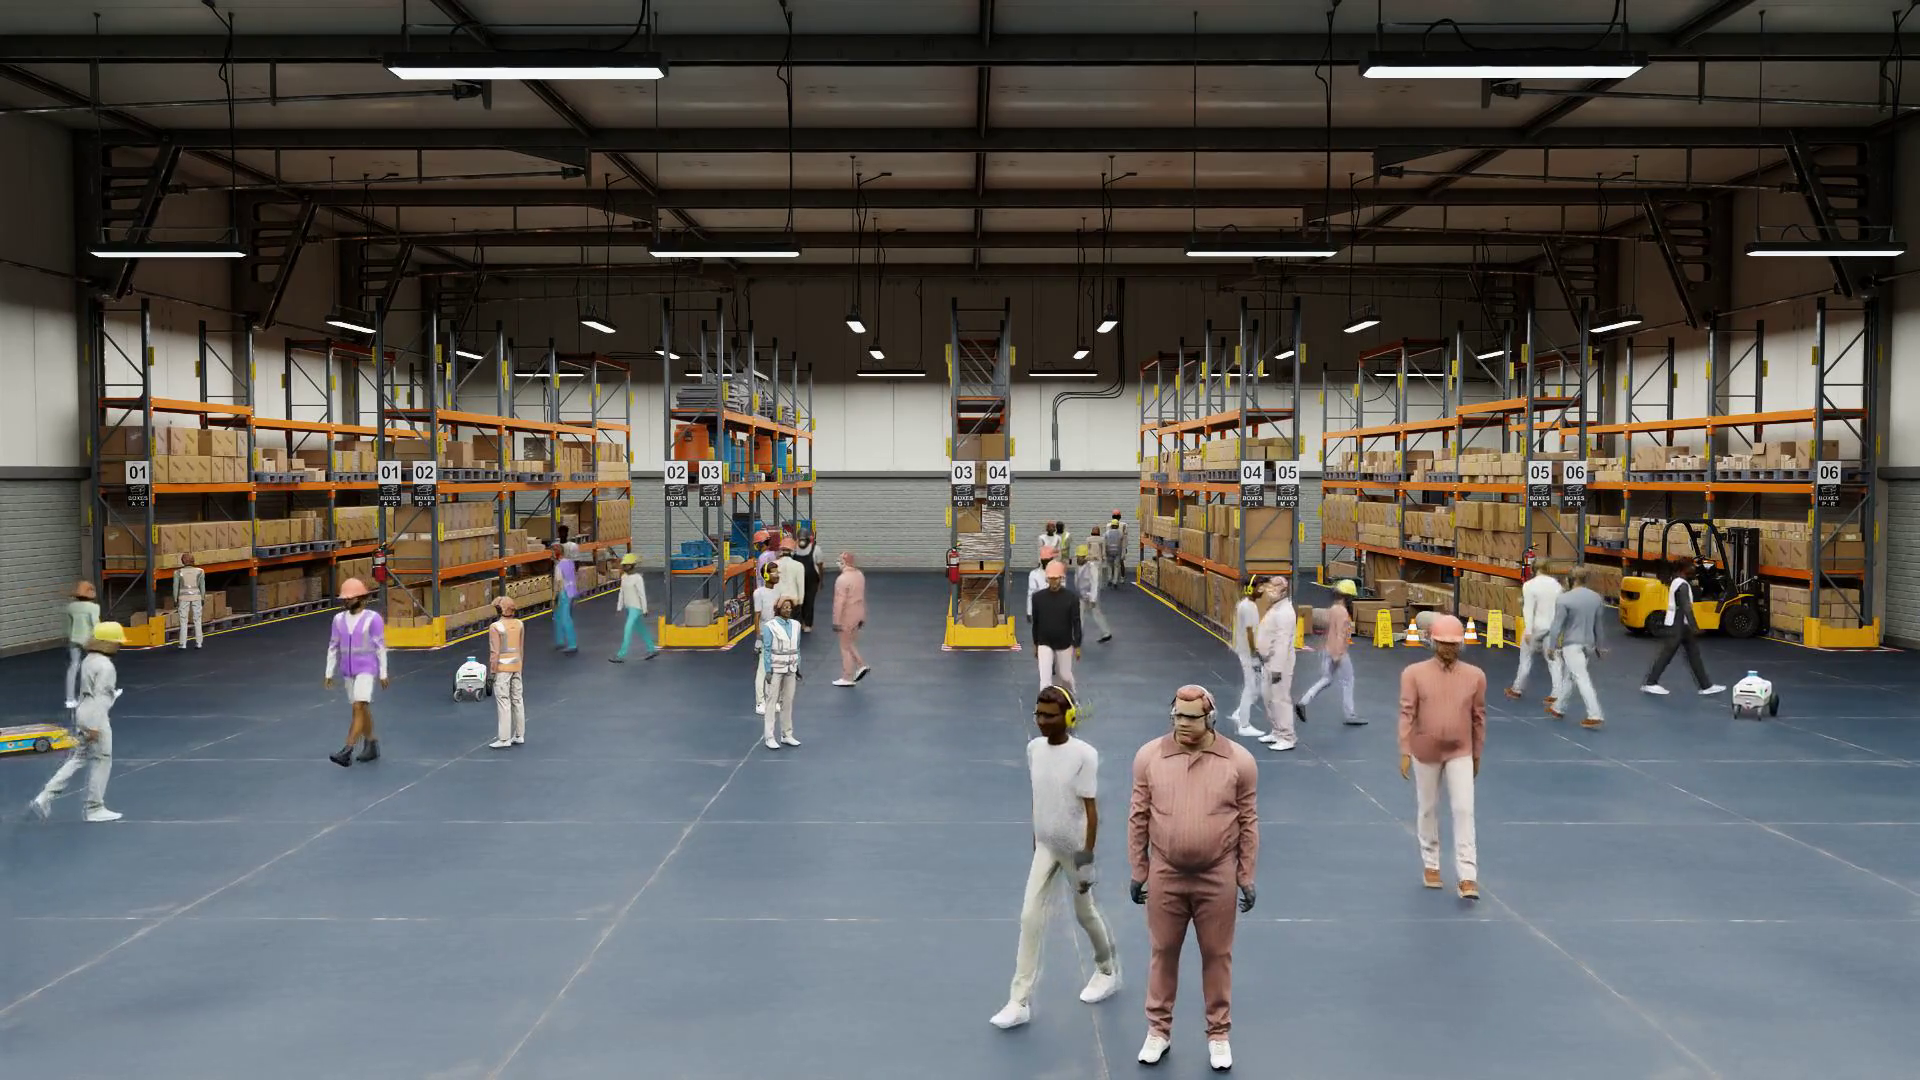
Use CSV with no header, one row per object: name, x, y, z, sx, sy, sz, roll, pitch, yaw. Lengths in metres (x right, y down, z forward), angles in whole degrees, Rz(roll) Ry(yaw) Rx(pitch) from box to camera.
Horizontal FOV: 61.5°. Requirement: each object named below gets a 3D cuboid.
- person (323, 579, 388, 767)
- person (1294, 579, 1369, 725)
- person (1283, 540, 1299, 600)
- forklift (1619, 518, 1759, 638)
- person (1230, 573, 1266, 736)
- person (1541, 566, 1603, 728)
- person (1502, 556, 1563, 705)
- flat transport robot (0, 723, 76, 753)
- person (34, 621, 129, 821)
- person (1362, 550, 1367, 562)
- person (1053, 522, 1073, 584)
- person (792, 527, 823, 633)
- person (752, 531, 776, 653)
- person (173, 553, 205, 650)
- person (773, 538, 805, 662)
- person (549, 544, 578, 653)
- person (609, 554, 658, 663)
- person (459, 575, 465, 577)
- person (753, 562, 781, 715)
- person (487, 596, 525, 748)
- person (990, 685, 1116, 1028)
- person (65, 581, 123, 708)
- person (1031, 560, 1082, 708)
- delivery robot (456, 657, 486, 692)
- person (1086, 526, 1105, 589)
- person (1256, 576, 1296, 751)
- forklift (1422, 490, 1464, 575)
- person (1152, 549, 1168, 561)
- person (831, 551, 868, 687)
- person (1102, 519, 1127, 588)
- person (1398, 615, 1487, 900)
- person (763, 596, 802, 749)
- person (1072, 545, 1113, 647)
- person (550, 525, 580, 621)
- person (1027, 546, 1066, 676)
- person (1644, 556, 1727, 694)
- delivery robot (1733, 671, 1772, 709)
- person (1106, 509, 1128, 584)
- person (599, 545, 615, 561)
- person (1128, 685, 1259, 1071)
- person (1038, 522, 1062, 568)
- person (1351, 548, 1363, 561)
person,-6.168,1.344,16.350,0.568,1.886,0.998,1,2,14
person,4.388,1.316,19.035,0.796,1.731,0.542,0,2,-4
person,7.745,0.610,38.080,0.498,1.634,0.282,0,2,0
forklift,13.417,0.684,29.791,2.313,2.155,1.214,0,2,0
person,3.311,1.297,18.254,0.386,1.843,0.508,1,2,21
person,7.240,1.244,19.045,0.647,1.885,1.009,-1,3,-25
person,7.462,1.162,20.919,0.658,1.893,0.954,-1,2,-23
flat transport robot,-10.188,2.136,17.095,0.652,0.197,1.431,2,3,40
person,-7.404,1.545,13.662,0.535,1.704,0.667,2,3,43
person,11.422,0.201,45.250,0.356,1.886,0.574,0,2,9
person,2.476,0.451,40.099,0.650,1.789,0.944,0,2,9
person,-2.912,0.729,30.574,0.698,2.000,0.871,0,2,10
person,-3.259,0.861,26.829,0.400,2.033,0.605,0,2,6
person,-13.080,1.037,27.404,0.508,1.629,0.316,-2,3,-34
person,-2.686,0.957,25.188,0.617,1.970,0.696,0,2,9
person,-6.655,0.968,26.775,0.700,1.809,0.598,0,2,3
person,-5.150,1.069,25.566,0.926,1.719,0.508,-2,3,-41
person,-11.922,0.452,38.273,0.627,1.940,0.373,0,2,-2
person,-2.355,1.208,20.040,0.318,1.875,0.532,1,3,30
person,-4.913,1.426,17.482,0.310,1.638,0.523,1,2,24
person,0.563,1.690,8.850,0.539,1.813,0.992,2,3,39
person,-11.117,1.319,20.626,0.523,1.585,0.825,1,2,13
person,1.162,1.204,19.166,0.622,1.964,0.880,1,2,15
delivery robot,-6.440,1.783,21.290,0.477,0.478,0.707,-1,2,-13
person,3.515,0.460,41.859,0.503,1.632,0.274,0,2,9
person,3.396,1.319,17.297,0.441,1.879,0.690,0,2,-2
forklift,13.926,-0.371,47.846,1.873,2.768,1.129,0,2,0
person,5.754,0.252,46.841,0.917,1.633,0.545,0,2,-9
person,-1.592,1.096,22.567,0.425,1.891,0.671,1,2,23
person,4.062,0.349,42.407,0.631,1.807,0.742,0,2,8
person,3.391,1.515,11.302,0.623,1.954,0.944,0,2,9
person,-1.923,1.424,17.495,0.314,1.641,0.515,2,3,43
person,2.273,0.959,27.930,0.981,1.761,0.595,-2,3,-37
person,-8.042,0.668,32.825,0.654,1.960,0.582,0,2,4
person,1.262,1.046,23.737,0.576,1.896,0.915,0,2,9
person,9.719,1.149,21.687,1.021,1.865,0.596,1,2,24
delivery robot,9.687,1.845,19.733,0.477,0.478,0.707,2,3,34
person,4.240,0.183,43.778,0.615,2.039,0.386,-1,2,-14
person,-9.926,0.254,45.098,0.829,1.804,0.603,1,3,26
person,1.159,1.669,8.065,0.649,1.904,0.401,1,2,13
person,2.114,0.497,38.154,0.582,1.861,0.685,0,2,-2
person,11.700,0.086,47.495,0.401,1.939,0.602,-1,2,-19
